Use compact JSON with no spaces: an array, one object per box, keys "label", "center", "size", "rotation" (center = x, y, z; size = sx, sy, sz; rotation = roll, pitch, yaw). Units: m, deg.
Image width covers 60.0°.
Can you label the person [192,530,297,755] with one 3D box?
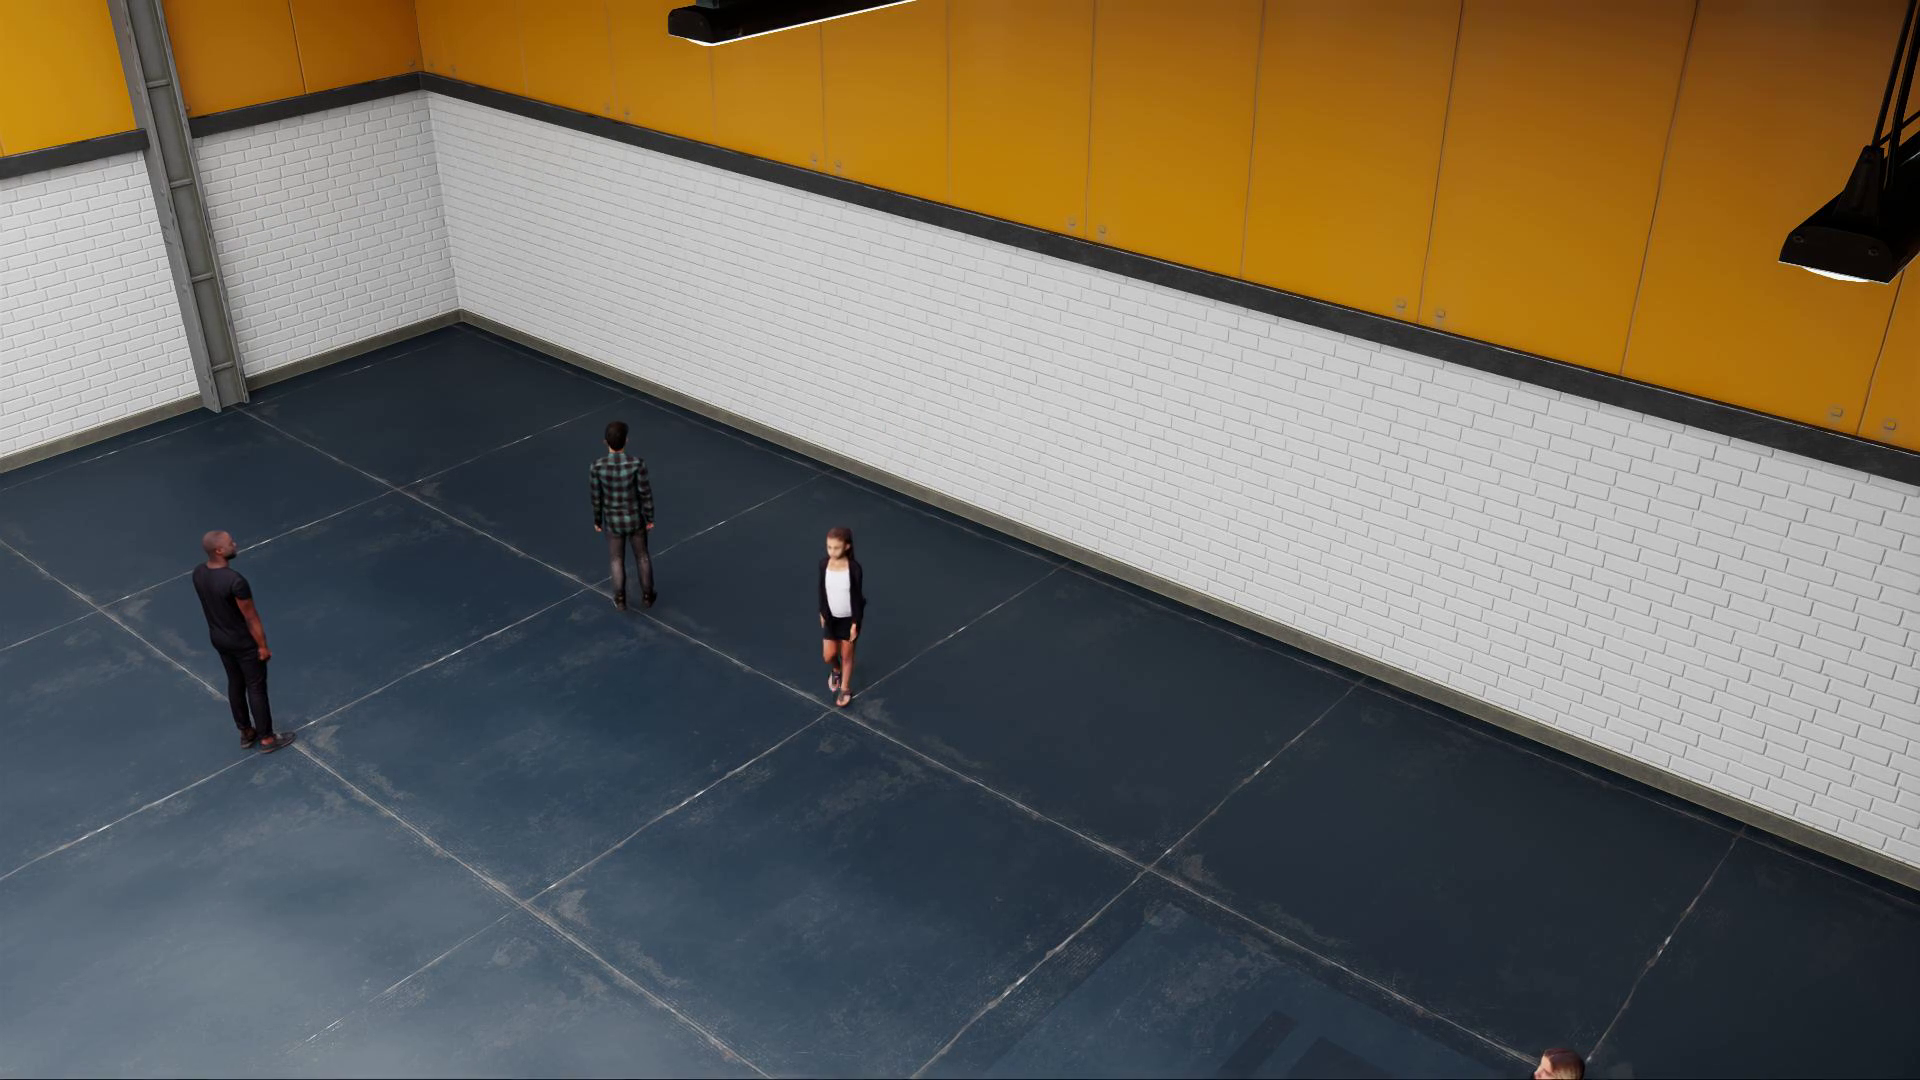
[{"label":"person","center":[-5.352,0.757,12.316],"size":[0.710,1.818,0.641],"rotation":[14,32,24]}]

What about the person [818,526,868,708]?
[{"label":"person","center":[-0.894,0.552,12.978],"size":[0.673,1.545,0.747],"rotation":[6,29,11]}]

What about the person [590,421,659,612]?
[{"label":"person","center":[-2.836,-0.206,13.981],"size":[0.721,1.714,0.779],"rotation":[-4,29,-8]}]
